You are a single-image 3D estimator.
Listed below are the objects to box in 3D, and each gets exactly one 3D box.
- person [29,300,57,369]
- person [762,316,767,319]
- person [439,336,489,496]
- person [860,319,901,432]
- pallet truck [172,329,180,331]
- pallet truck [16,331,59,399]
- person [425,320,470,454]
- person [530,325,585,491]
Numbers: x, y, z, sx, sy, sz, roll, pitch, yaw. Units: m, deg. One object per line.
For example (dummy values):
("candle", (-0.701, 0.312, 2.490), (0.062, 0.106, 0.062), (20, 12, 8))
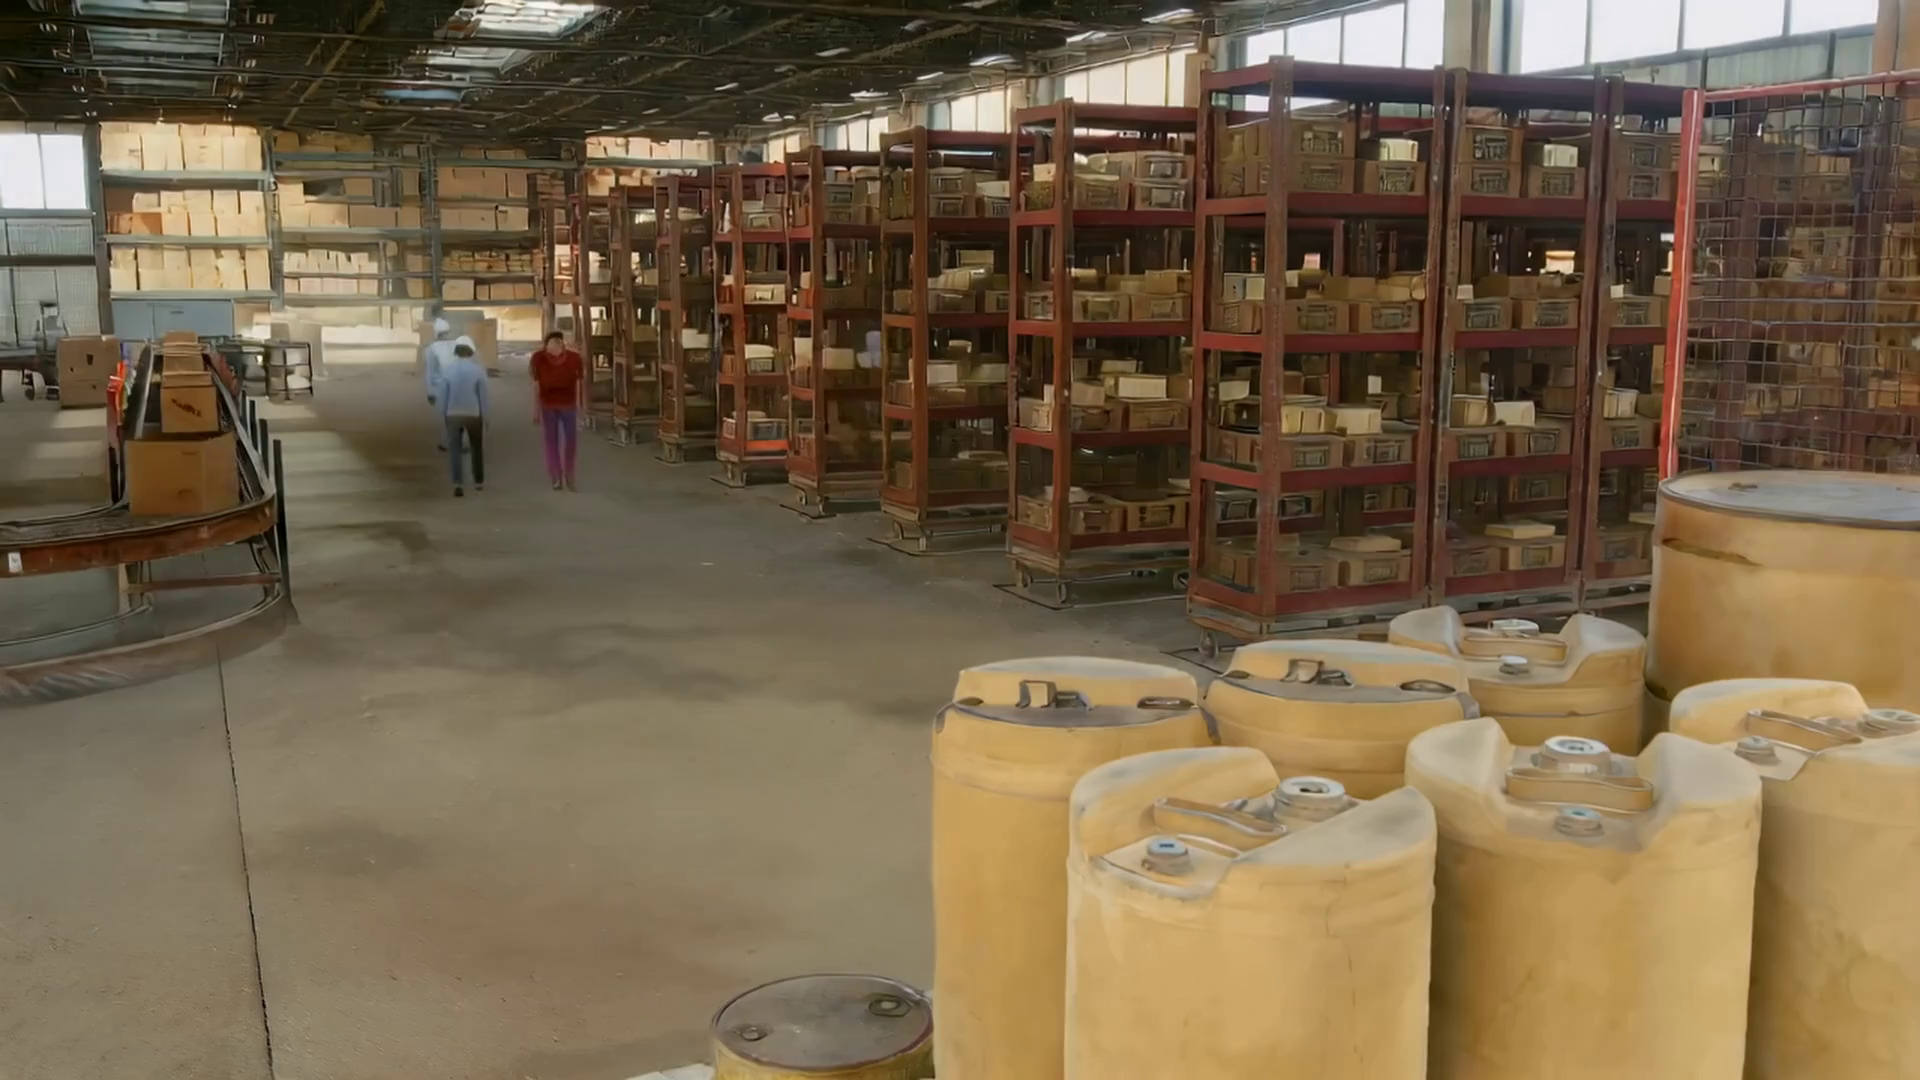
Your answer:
("person", (-22.199, -4.958, 40.377), (0.878, 1.722, 0.549), (-5, 11, -30))
("person", (-4.881, -4.894, 40.354), (0.541, 1.612, 0.465), (-1, 9, -7))
("person", (-5.371, -1.351, 18.042), (0.523, 1.726, 0.898), (-2, 9, -13))
("person", (-0.910, -2.000, 21.226), (0.976, 2.003, 0.613), (-6, 11, -34))
("pallet truck", (-17.275, -3.851, 35.096), (1.601, 1.201, 0.680), (0, 9, 1))
("pallet truck", (-17.082, -3.353, 31.781), (1.630, 1.274, 0.653), (-4, 10, -25))
("person", (-6.757, -2.021, 22.038), (0.601, 1.791, 0.925), (-4, 10, -25))
("person", (-4.424, -1.440, 18.300), (0.595, 1.818, 0.722), (-2, 9, -15))
